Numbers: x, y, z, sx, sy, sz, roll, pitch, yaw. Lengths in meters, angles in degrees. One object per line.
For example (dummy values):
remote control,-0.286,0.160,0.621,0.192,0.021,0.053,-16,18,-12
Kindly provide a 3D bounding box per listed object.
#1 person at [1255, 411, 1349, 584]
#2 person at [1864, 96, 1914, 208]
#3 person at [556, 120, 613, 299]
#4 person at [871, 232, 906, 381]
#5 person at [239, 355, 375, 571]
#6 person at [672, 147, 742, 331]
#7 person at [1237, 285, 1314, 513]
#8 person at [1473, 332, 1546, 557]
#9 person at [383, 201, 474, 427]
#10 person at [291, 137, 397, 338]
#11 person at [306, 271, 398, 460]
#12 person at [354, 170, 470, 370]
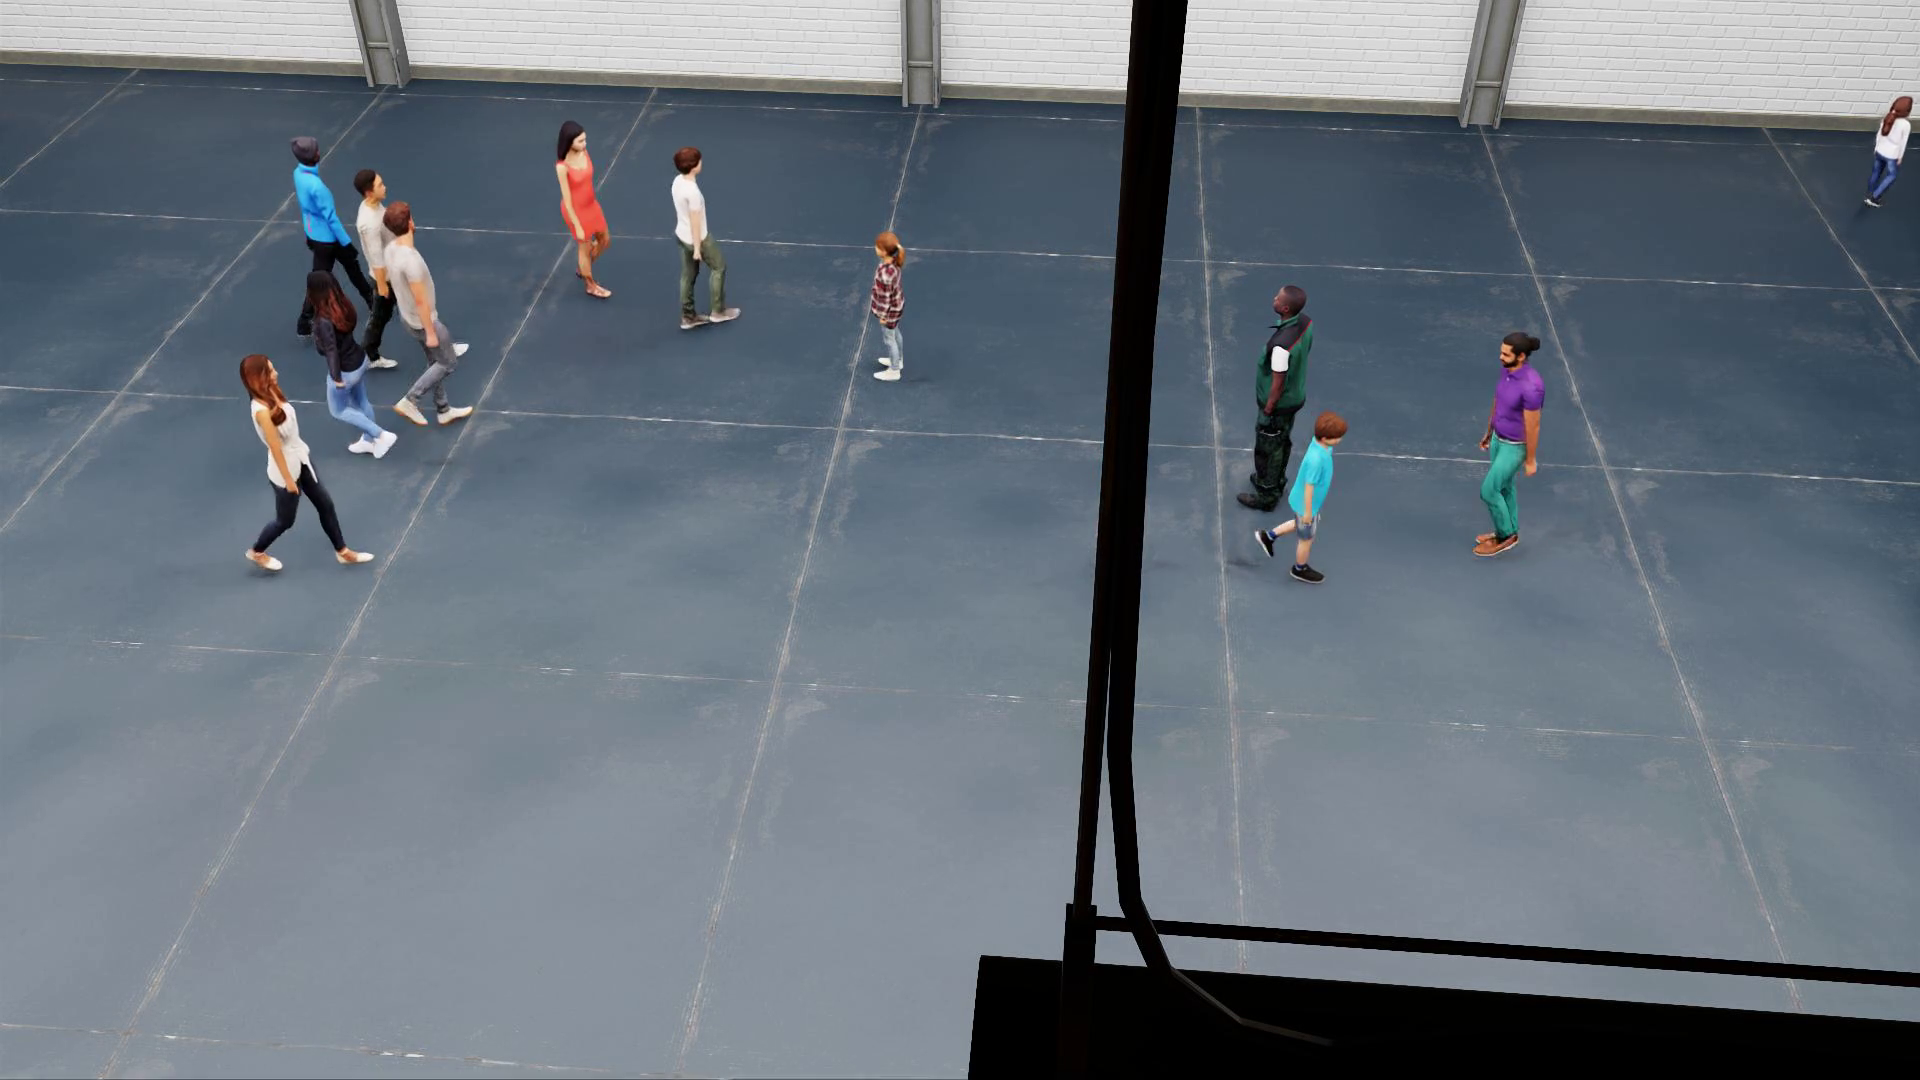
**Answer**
person,2.343,-0.321,11.472,0.833,1.433,0.684,10,40,13
person,8.923,-3.734,16.006,0.656,1.109,0.594,-20,43,-23
person,-3.357,-2.854,14.429,0.729,1.702,0.705,13,40,15
person,-0.569,-1.914,13.569,0.524,1.305,0.546,7,39,8
person,-4.691,-0.468,11.401,1.124,1.753,0.722,-3,39,-4
person,-2.314,-2.522,14.065,0.883,1.638,0.815,-25,45,-28
person,2.309,-1.025,12.029,0.750,1.839,0.774,19,42,22
person,3.960,-0.668,11.663,0.693,1.737,0.717,-6,39,-8
person,-4.227,-1.658,12.802,1.012,1.863,0.939,-20,43,-23
person,-5.409,-2.484,13.929,1.230,1.747,1.127,-25,45,-28
person,-4.556,-1.305,12.552,0.689,1.624,0.642,4,39,5
person,-4.735,-2.137,13.471,1.211,1.776,0.951,-12,40,-14
